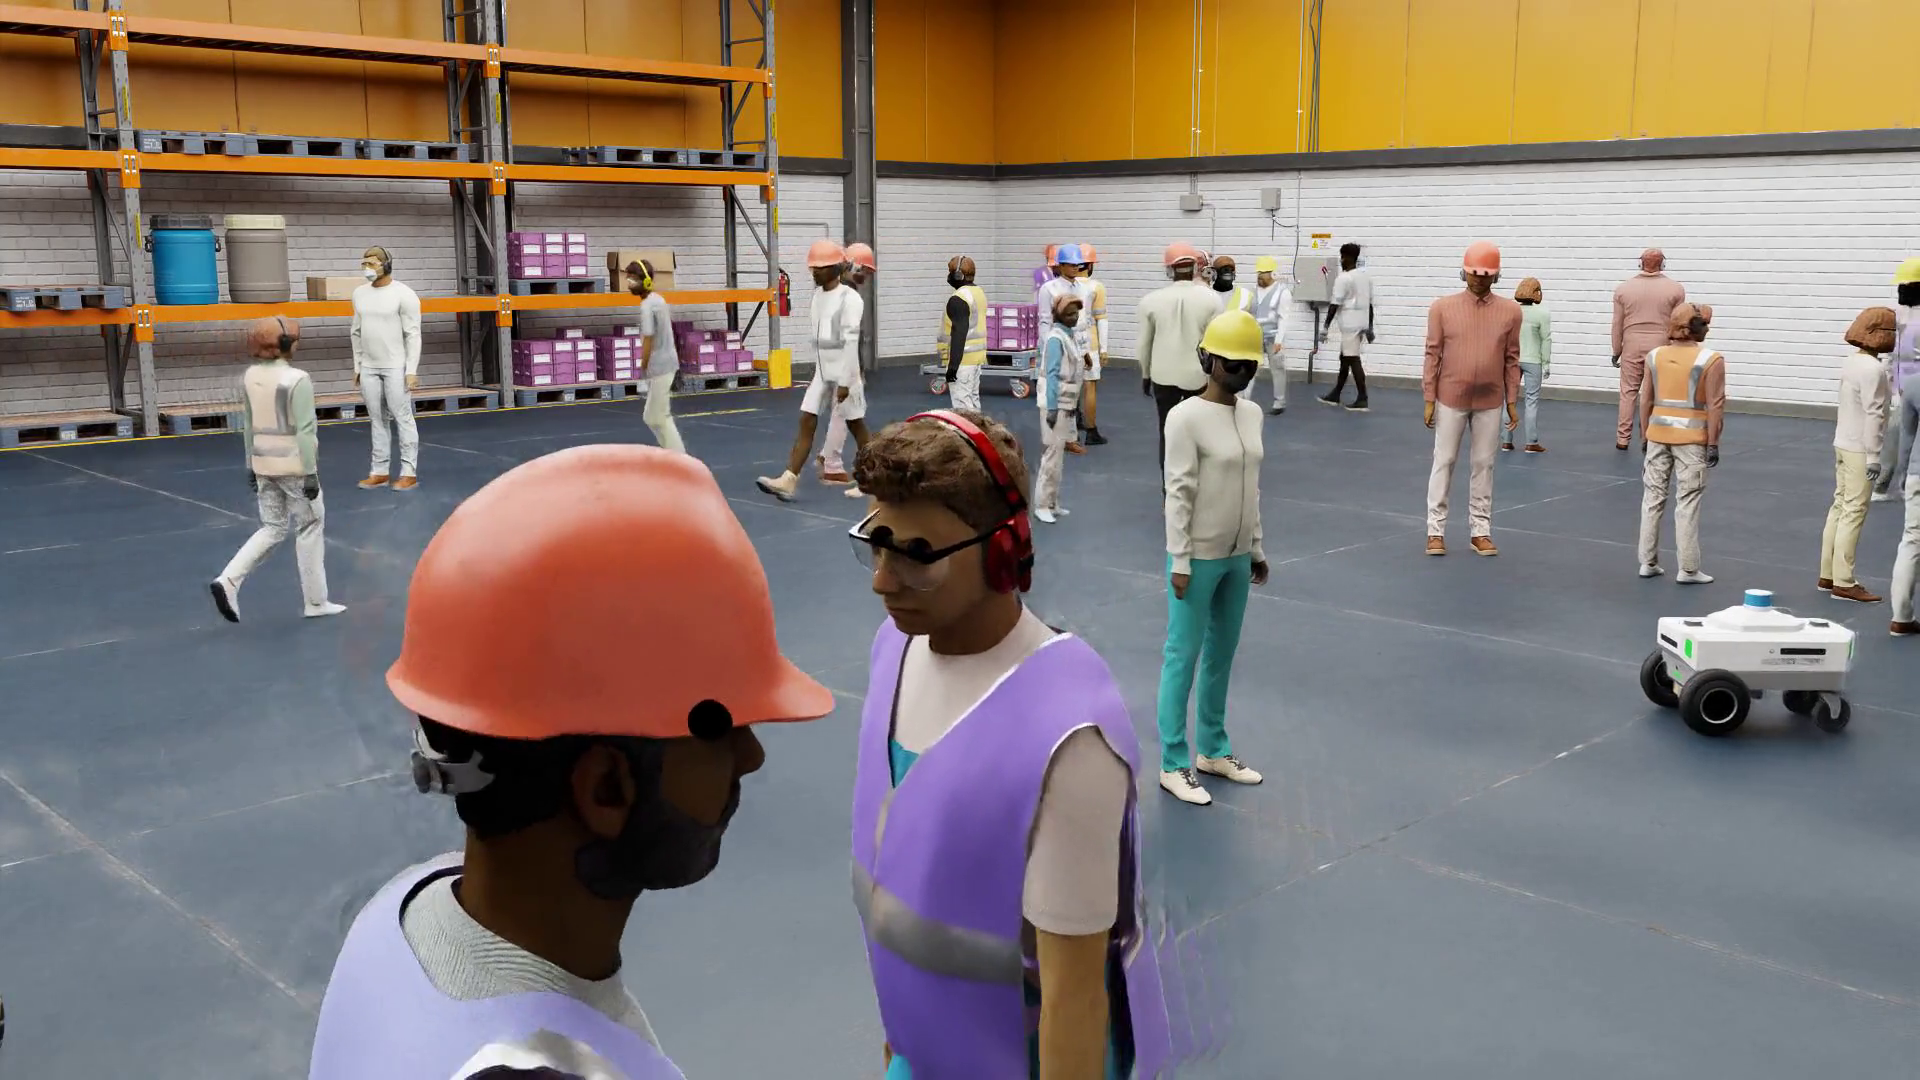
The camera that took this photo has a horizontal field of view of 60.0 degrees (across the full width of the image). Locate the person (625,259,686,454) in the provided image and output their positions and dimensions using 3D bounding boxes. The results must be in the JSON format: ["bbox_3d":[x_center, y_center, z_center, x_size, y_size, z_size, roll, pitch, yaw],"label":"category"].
[{"bbox_3d":[-2.406,-1.328,13.373,0.534,1.822,0.536,-1,10,-4],"label":"person"}]

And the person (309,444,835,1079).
[{"bbox_3d":[-0.332,0.861,1.273,1.000,1.892,0.559,-6,12,-31],"label":"person"}]

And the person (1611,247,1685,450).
[{"bbox_3d":[6.458,-1.785,15.630,0.645,1.913,0.409,5,12,27],"label":"person"}]

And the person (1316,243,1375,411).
[{"bbox_3d":[4.453,-2.474,19.343,0.907,1.922,0.622,10,14,43],"label":"person"}]

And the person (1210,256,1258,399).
[{"bbox_3d":[2.268,-1.548,14.520,0.633,1.845,0.429,2,10,8],"label":"person"}]

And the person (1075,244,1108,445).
[{"bbox_3d":[1.191,-1.884,16.100,0.545,1.938,0.356,6,12,31],"label":"person"}]

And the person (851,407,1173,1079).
[{"bbox_3d":[0.075,0.719,2.240,0.494,1.816,0.617,-5,12,-27],"label":"person"}]

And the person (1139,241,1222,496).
[{"bbox_3d":[1.613,-1.185,12.179,0.635,1.965,0.642,2,11,13],"label":"person"}]

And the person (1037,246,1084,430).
[{"bbox_3d":[1.014,-2.038,17.007,0.778,1.904,0.587,-9,14,-41],"label":"person"}]

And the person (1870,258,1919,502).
[{"bbox_3d":[7.364,-1.211,12.673,1.039,1.867,0.602,-1,10,-3],"label":"person"}]

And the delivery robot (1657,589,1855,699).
[{"bbox_3d":[3.292,0.449,6.894,0.707,0.478,0.477,0,10,1],"label":"delivery robot"}]

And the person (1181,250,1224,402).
[{"bbox_3d":[1.886,-1.338,13.210,0.406,1.904,0.654,-7,13,-35],"label":"person"}]

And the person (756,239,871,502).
[{"bbox_3d":[-1.023,-1.250,12.518,1.046,1.978,0.625,-9,13,-39],"label":"person"}]

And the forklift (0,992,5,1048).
[{"bbox_3d":[-3.245,0.323,3.363,2.313,2.155,1.214,2,11,13],"label":"forklift"}]

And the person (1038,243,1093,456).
[{"bbox_3d":[0.975,-1.725,15.204,0.606,1.947,0.406,-8,13,-36],"label":"person"}]

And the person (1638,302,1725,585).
[{"bbox_3d":[4.194,-0.561,9.707,0.315,1.636,0.515,-7,12,-33],"label":"person"}]

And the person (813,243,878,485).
[{"bbox_3d":[-0.902,-1.399,13.404,0.500,1.952,0.642,-2,11,-12],"label":"person"}]

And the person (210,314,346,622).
[{"bbox_3d":[-3.557,-0.352,8.617,0.520,1.622,0.644,6,12,30],"label":"person"}]

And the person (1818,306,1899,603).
[{"bbox_3d":[5.023,-0.480,9.270,0.265,1.632,0.509,2,11,13],"label":"person"}]

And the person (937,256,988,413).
[{"bbox_3d":[0.011,-1.555,14.567,0.429,1.844,0.625,3,11,16],"label":"person"}]

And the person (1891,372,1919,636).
[{"bbox_3d":[4.879,-0.289,8.251,0.292,1.632,0.507,-3,11,-18],"label":"person"}]

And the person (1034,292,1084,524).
[{"bbox_3d":[0.715,-0.937,11.799,0.338,1.627,0.647,3,11,14],"label":"person"}]

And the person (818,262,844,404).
[{"bbox_3d":[-1.495,-2.555,20.068,0.533,1.833,0.951,2,11,13],"label":"person"}]

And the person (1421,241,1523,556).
[{"bbox_3d":[3.231,-0.883,10.511,0.611,1.985,0.393,1,10,3],"label":"person"}]

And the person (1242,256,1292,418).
[{"bbox_3d":[3.318,-2.222,18.327,0.888,1.786,0.614,-9,14,-41],"label":"person"}]

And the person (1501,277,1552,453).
[{"bbox_3d":[5.286,-1.632,15.558,0.497,1.633,0.284,9,14,42],"label":"person"}]

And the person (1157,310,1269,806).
[{"bbox_3d":[0.934,0.058,5.997,0.522,1.761,0.327,-10,14,-43],"label":"person"}]

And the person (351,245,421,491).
[{"bbox_3d":[-4.562,-1.356,13.218,0.627,1.940,0.370,4,11,20],"label":"person"}]

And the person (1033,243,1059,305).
[{"bbox_3d":[1.345,-3.534,25.177,0.578,1.910,0.664,-5,11,-25],"label":"person"}]
